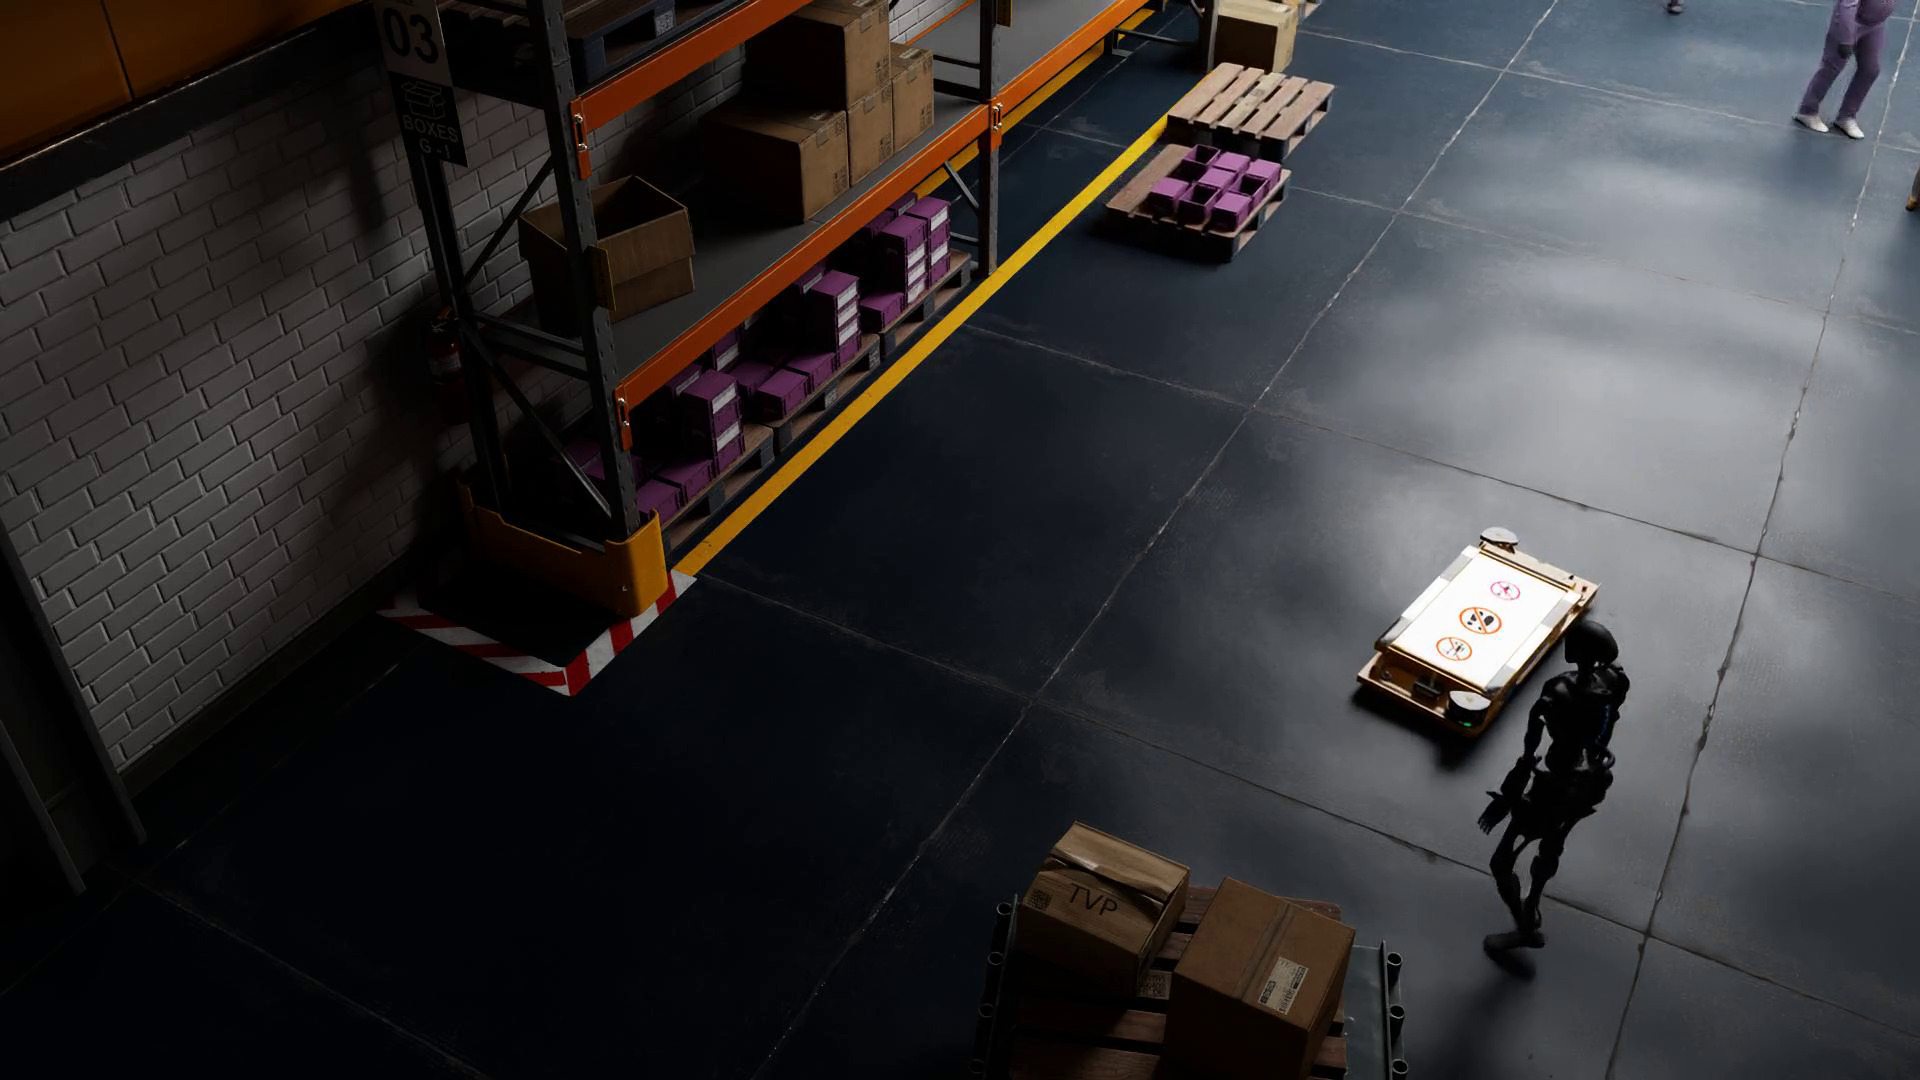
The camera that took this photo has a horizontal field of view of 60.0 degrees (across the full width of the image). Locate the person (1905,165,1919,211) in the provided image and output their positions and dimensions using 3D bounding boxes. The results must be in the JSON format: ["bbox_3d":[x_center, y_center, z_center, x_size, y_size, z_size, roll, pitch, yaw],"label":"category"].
[{"bbox_3d":[7.313,-3.203,11.924,0.562,1.896,0.352,32,48,33],"label":"person"}]

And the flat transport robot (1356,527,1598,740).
[{"bbox_3d":[2.716,0.455,8.651,0.659,0.231,1.431,28,46,30],"label":"flat transport robot"}]

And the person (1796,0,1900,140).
[{"bbox_3d":[7.026,-4.022,12.976,0.674,1.859,0.638,-16,41,-19],"label":"person"}]

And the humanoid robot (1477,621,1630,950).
[{"bbox_3d":[2.465,1.020,6.821,0.601,1.650,0.399,-19,43,-23],"label":"humanoid robot"}]

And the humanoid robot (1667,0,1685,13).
[{"bbox_3d":[6.778,-5.661,15.180,0.588,1.640,0.611,-4,39,-5],"label":"humanoid robot"}]
